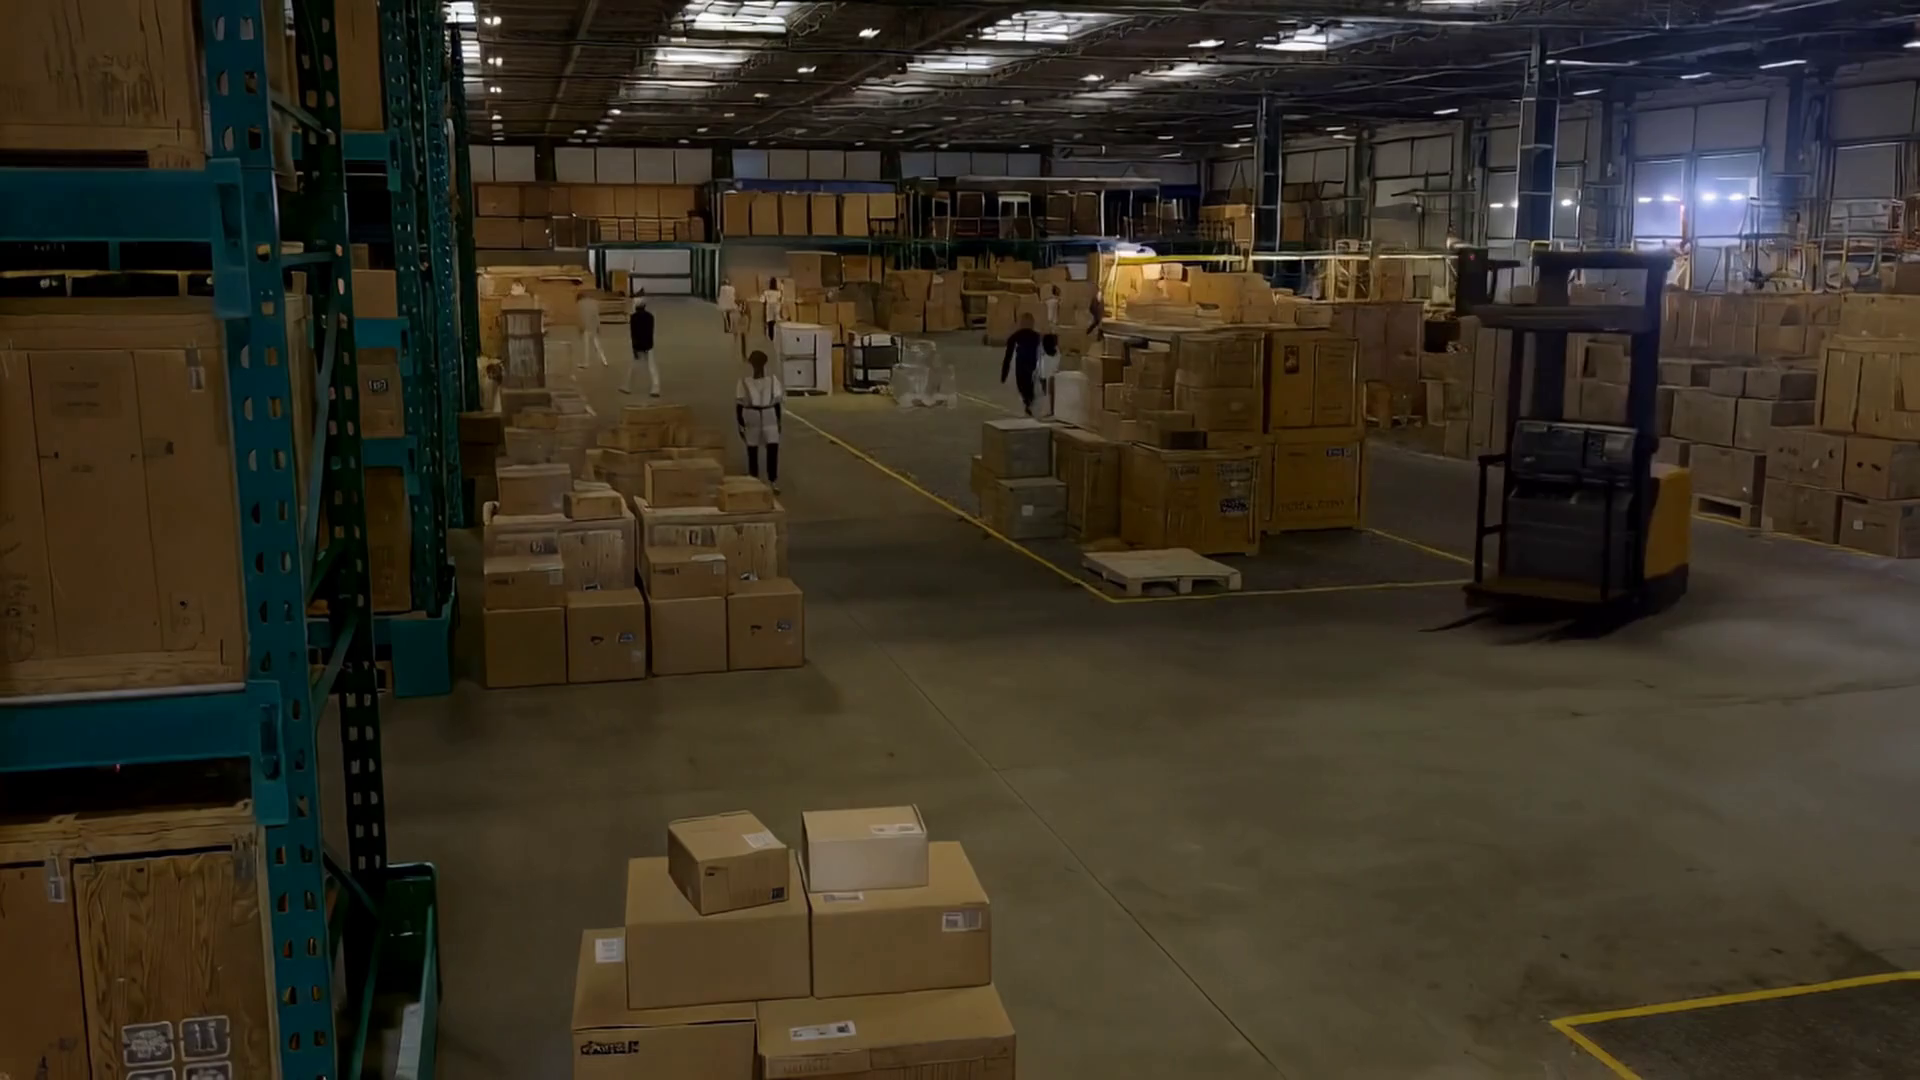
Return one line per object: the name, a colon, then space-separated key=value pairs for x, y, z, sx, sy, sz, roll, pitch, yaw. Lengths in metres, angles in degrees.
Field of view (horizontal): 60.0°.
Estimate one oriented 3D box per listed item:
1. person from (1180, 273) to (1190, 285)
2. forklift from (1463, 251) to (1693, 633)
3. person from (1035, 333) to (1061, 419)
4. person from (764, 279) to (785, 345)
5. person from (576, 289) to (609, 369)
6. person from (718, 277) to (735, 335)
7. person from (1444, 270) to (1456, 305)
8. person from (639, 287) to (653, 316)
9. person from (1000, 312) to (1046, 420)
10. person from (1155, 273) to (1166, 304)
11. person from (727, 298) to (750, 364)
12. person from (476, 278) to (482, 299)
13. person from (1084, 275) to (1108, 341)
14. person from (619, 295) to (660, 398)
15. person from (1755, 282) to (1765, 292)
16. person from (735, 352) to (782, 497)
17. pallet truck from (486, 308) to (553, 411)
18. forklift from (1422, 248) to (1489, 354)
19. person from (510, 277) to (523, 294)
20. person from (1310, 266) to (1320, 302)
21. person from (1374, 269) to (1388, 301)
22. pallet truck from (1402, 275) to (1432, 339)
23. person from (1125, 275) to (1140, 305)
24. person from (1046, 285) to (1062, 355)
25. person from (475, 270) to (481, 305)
person: x=8.418 y=-9.066 z=62.368 sx=0.353 sy=1.877 sz=0.573 roll=-5 pitch=11 yaw=-28
forklift: x=4.952 y=-0.855 z=13.015 sx=1.129 sy=2.768 sz=1.873 roll=9 pitch=13 yaw=41
person: x=1.244 y=-2.020 z=22.984 sx=0.373 sy=1.680 sz=0.562 roll=5 pitch=11 yaw=28
person: x=-5.438 y=-6.685 z=48.768 sx=0.606 sy=1.912 sz=1.008 roll=-2 pitch=10 yaw=-13
person: x=-8.630 y=-4.933 z=38.968 sx=0.745 sy=1.899 sz=0.654 roll=5 pitch=11 yaw=28
person: x=-7.628 y=-7.668 z=54.429 sx=0.545 sy=1.888 sz=0.959 roll=-1 pitch=10 yaw=-3
person: x=21.286 y=-10.785 z=72.185 sx=0.549 sy=1.841 sz=0.782 roll=1 pitch=10 yaw=5
person: x=-9.143 y=-6.456 z=48.110 sx=0.532 sy=1.690 sz=0.319 roll=-5 pitch=11 yaw=-26
person: x=0.932 y=-2.443 z=24.805 sx=0.652 sy=1.883 sz=1.012 roll=-6 pitch=12 yaw=-32
person: x=7.224 y=-8.575 z=59.410 sx=0.569 sy=1.928 sz=0.651 roll=8 pitch=13 yaw=39
person: x=-5.478 y=-5.136 z=40.853 sx=0.502 sy=1.605 sz=0.760 roll=-9 pitch=13 yaw=-41
person: x=-19.346 y=-9.744 z=65.912 sx=0.664 sy=1.964 sz=0.810 roll=1 pitch=10 yaw=4
person: x=4.161 y=-7.037 z=50.395 sx=0.677 sy=2.000 sz=0.695 roll=3 pitch=10 yaw=15
person: x=-6.083 y=-3.676 z=31.673 sx=1.051 sy=1.936 sz=0.631 roll=8 pitch=13 yaw=40
person: x=21.107 y=-5.849 z=43.959 sx=0.631 sy=1.940 sz=0.372 roll=-6 pitch=12 yaw=-32
person: x=-2.286 y=-1.312 z=19.036 sx=0.555 sy=1.655 sz=0.827 roll=-3 pitch=10 yaw=-16
pallet truck: x=-6.242 y=-2.418 z=24.362 sx=0.823 sy=1.965 sz=1.885 roll=1 pitch=10 yaw=3
forklift: x=12.103 y=-5.545 z=39.570 sx=1.873 sy=2.768 sz=1.129 roll=-3 pitch=10 yaw=-15
person: x=-16.157 y=-8.734 z=60.788 sx=0.962 sy=1.761 sz=0.608 roll=8 pitch=13 yaw=39
person: x=17.758 y=-12.760 z=83.169 sx=0.391 sy=1.913 sz=0.588 roll=-7 pitch=12 yaw=-34
person: x=20.197 y=-12.094 z=79.749 sx=0.637 sy=1.800 sz=0.980 roll=-1 pitch=10 yaw=-5
pallet truck: x=14.620 y=-7.324 z=52.145 sx=0.823 sy=1.965 sz=1.885 roll=8 pitch=13 yaw=40
person: x=6.209 y=-8.620 z=59.928 sx=0.662 sy=1.839 sz=0.636 roll=-8 pitch=13 yaw=-38
person: x=2.494 y=-5.831 z=44.096 sx=0.325 sy=1.860 sz=0.511 roll=-8 pitch=13 yaw=-40
person: x=-23.536 y=-12.267 z=80.855 sx=0.295 sy=1.743 sz=0.493 roll=1 pitch=10 yaw=8
